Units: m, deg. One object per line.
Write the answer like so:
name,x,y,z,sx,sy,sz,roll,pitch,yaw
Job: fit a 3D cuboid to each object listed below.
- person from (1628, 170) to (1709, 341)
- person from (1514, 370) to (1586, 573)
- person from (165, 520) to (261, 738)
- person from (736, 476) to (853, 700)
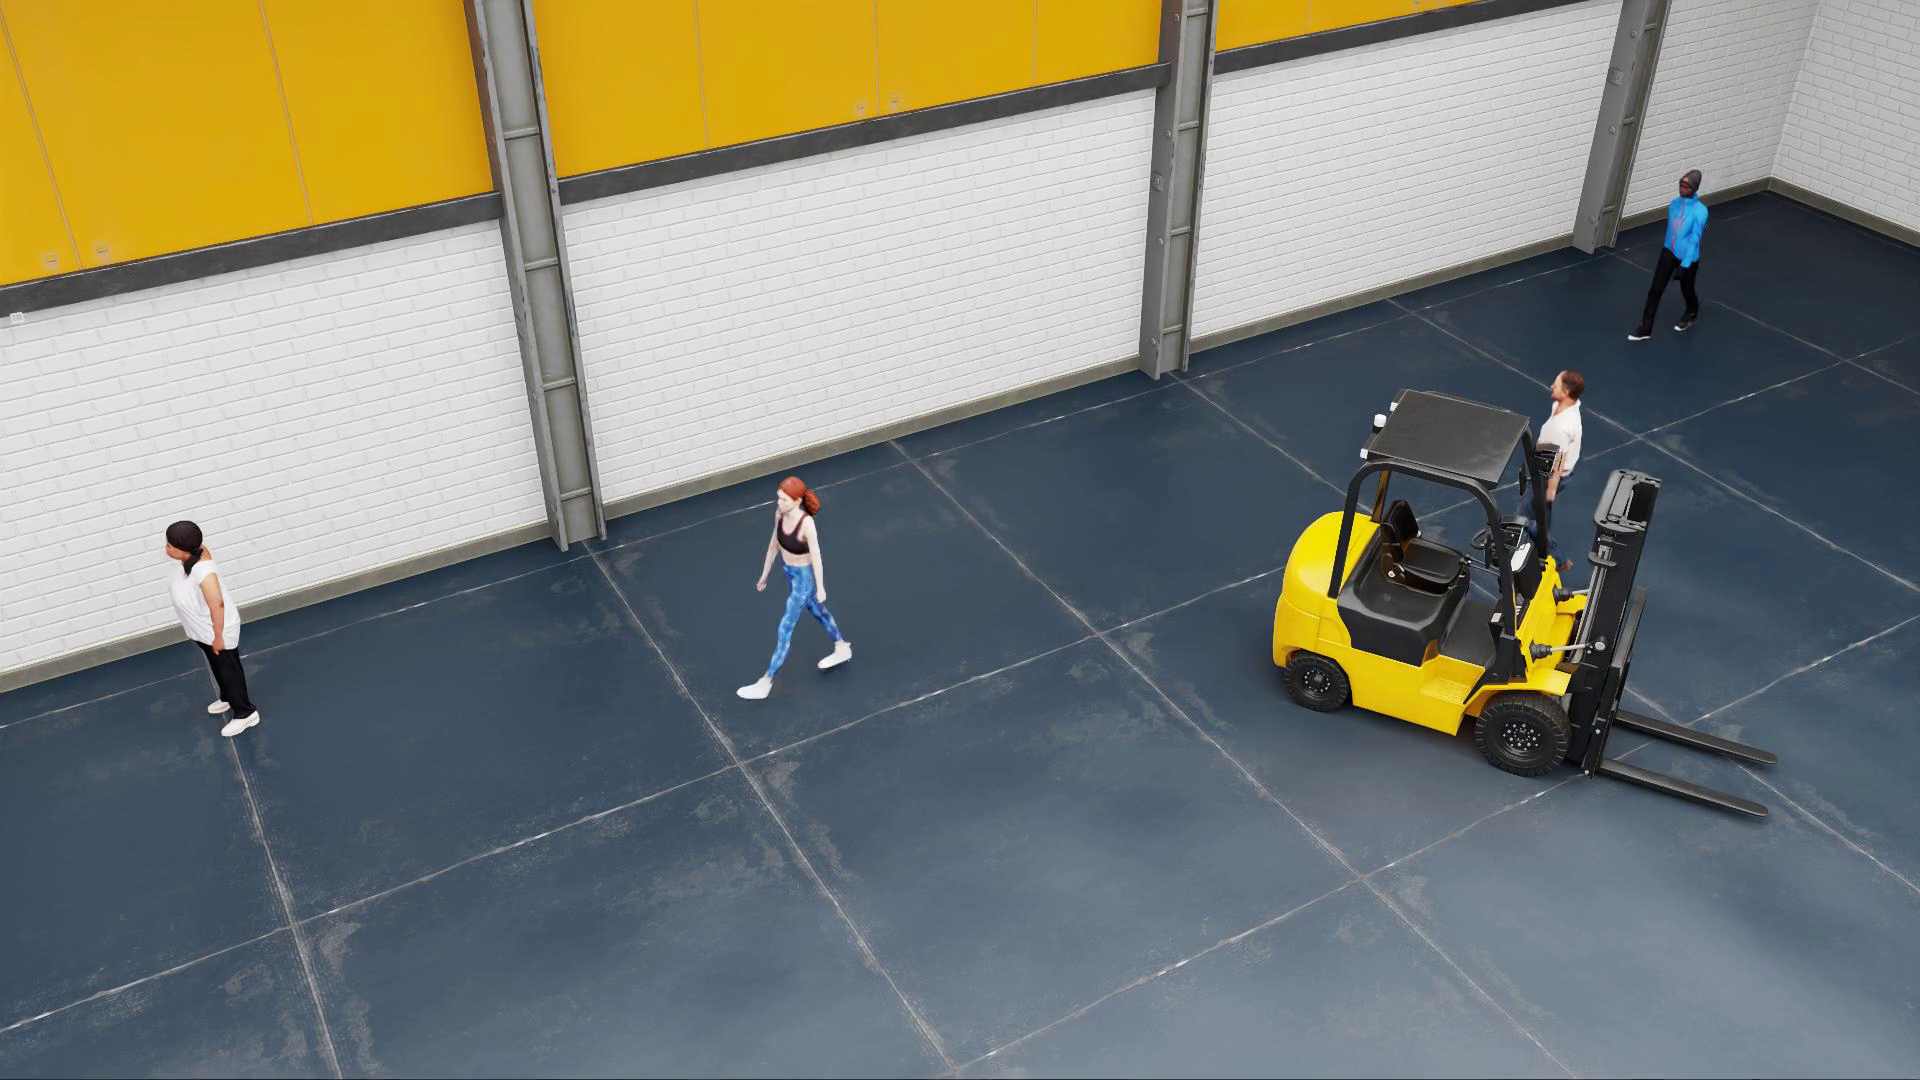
person,7.228,-2.825,16.543,1.133,1.756,0.640,-20,39,-27
person,4.682,-0.462,12.911,0.903,1.842,0.848,17,37,24
person,-5.190,0.578,11.486,0.606,1.687,0.655,-20,38,-27
person,-1.064,0.298,11.874,1.238,1.724,0.669,-21,39,-28
